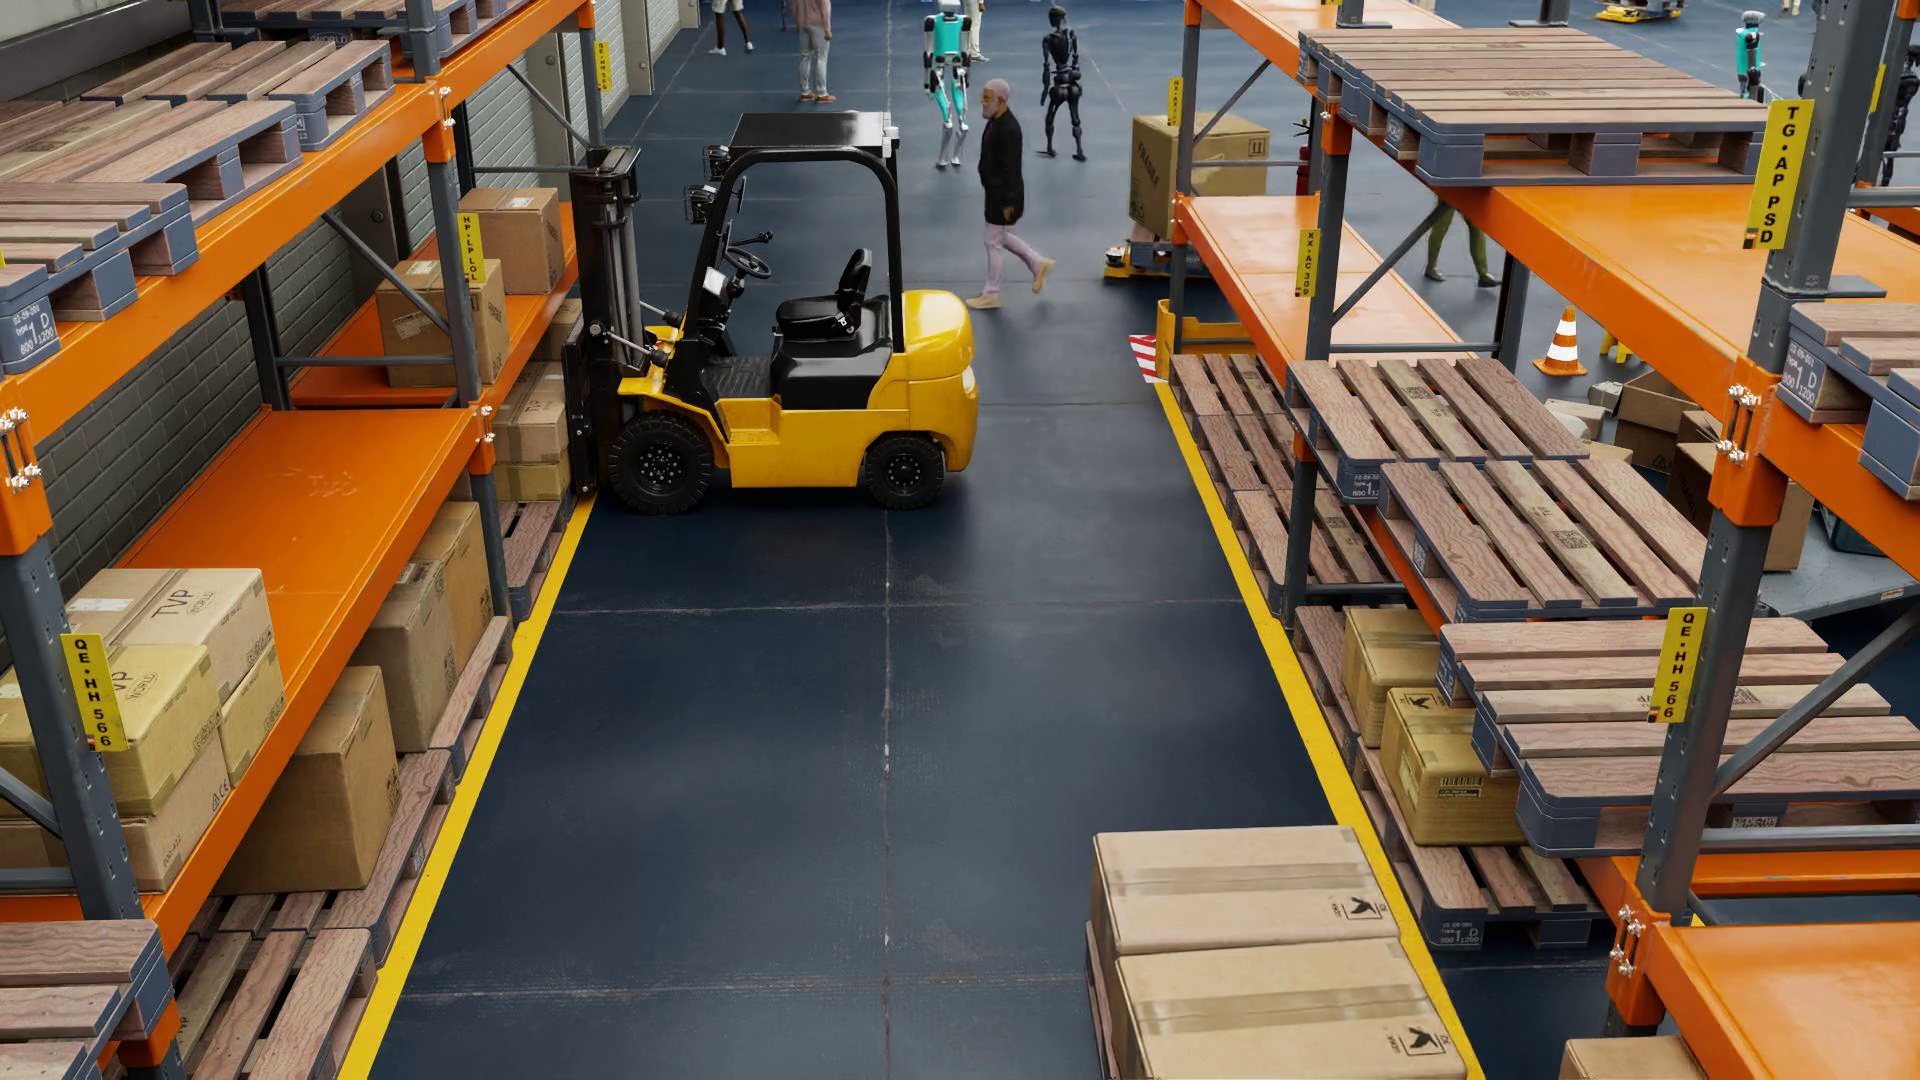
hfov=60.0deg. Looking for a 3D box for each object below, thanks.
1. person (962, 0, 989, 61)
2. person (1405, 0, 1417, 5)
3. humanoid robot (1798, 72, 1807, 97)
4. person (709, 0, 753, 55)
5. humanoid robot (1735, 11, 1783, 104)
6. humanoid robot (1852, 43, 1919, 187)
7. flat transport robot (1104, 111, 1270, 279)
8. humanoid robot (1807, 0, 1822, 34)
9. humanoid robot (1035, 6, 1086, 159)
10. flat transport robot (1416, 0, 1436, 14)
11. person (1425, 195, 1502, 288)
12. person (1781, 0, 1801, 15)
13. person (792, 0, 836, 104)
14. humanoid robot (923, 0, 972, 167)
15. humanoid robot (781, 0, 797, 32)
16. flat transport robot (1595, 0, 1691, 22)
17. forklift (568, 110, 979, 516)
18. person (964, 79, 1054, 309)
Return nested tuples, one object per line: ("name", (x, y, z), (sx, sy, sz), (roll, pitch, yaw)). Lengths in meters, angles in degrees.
("person", (0.207, -7.910, 24.313), (0.323, 1.751, 0.559), (-12, 28, -24))
("person", (6.874, -8.487, 25.446), (0.561, 1.837, 0.388), (-21, 32, -37))
("humanoid robot", (7.231, -3.233, 14.503), (0.591, 1.652, 0.384), (-10, 27, -20))
("person", (-3.518, -8.167, 24.702), (0.700, 1.899, 0.492), (-15, 29, -28))
("humanoid robot", (8.368, -4.563, 17.262), (0.836, 1.772, 0.541), (5, 26, 11))
("humanoid robot", (8.990, -4.013, 16.200), (0.628, 1.638, 0.635), (1, 25, 3))
("flat transport robot", (1.999, -2.429, 14.448), (1.431, 0.231, 0.659), (4, 26, 9))
("humanoid robot", (13.880, -8.950, 26.611), (0.380, 1.649, 0.589), (15, 29, 28))
("humanoid robot", (1.123, -5.045, 18.356), (0.665, 1.625, 0.598), (22, 33, 39))
("flat transport robot", (6.713, -8.072, 26.397), (0.659, 0.231, 1.431), (22, 33, 39))
("person", (4.240, -2.915, 13.821), (0.469, 1.680, 0.831), (-9, 27, -18))
("person", (14.575, -10.047, 28.701), (0.521, 1.874, 0.515), (15, 29, 29))
("person", (-1.882, -6.577, 21.318), (0.658, 1.933, 0.384), (20, 32, 36))
("humanoid robot", (-0.070, -4.884, 17.868), (0.548, 1.765, 0.673), (-9, 27, -18))
("humanoid robot", (-2.786, -9.120, 26.951), (0.599, 1.658, 0.315), (-1, 25, -2))
("flat transport robot", (11.623, -9.037, 28.441), (1.431, 0.231, 0.659), (-16, 30, -30))
("forklift", (-1.043, -1.379, 9.976), (2.313, 2.155, 1.214), (-1, 25, -2))
("person", (0.401, -2.769, 13.333), (0.701, 1.840, 0.546), (-4, 26, -9))
